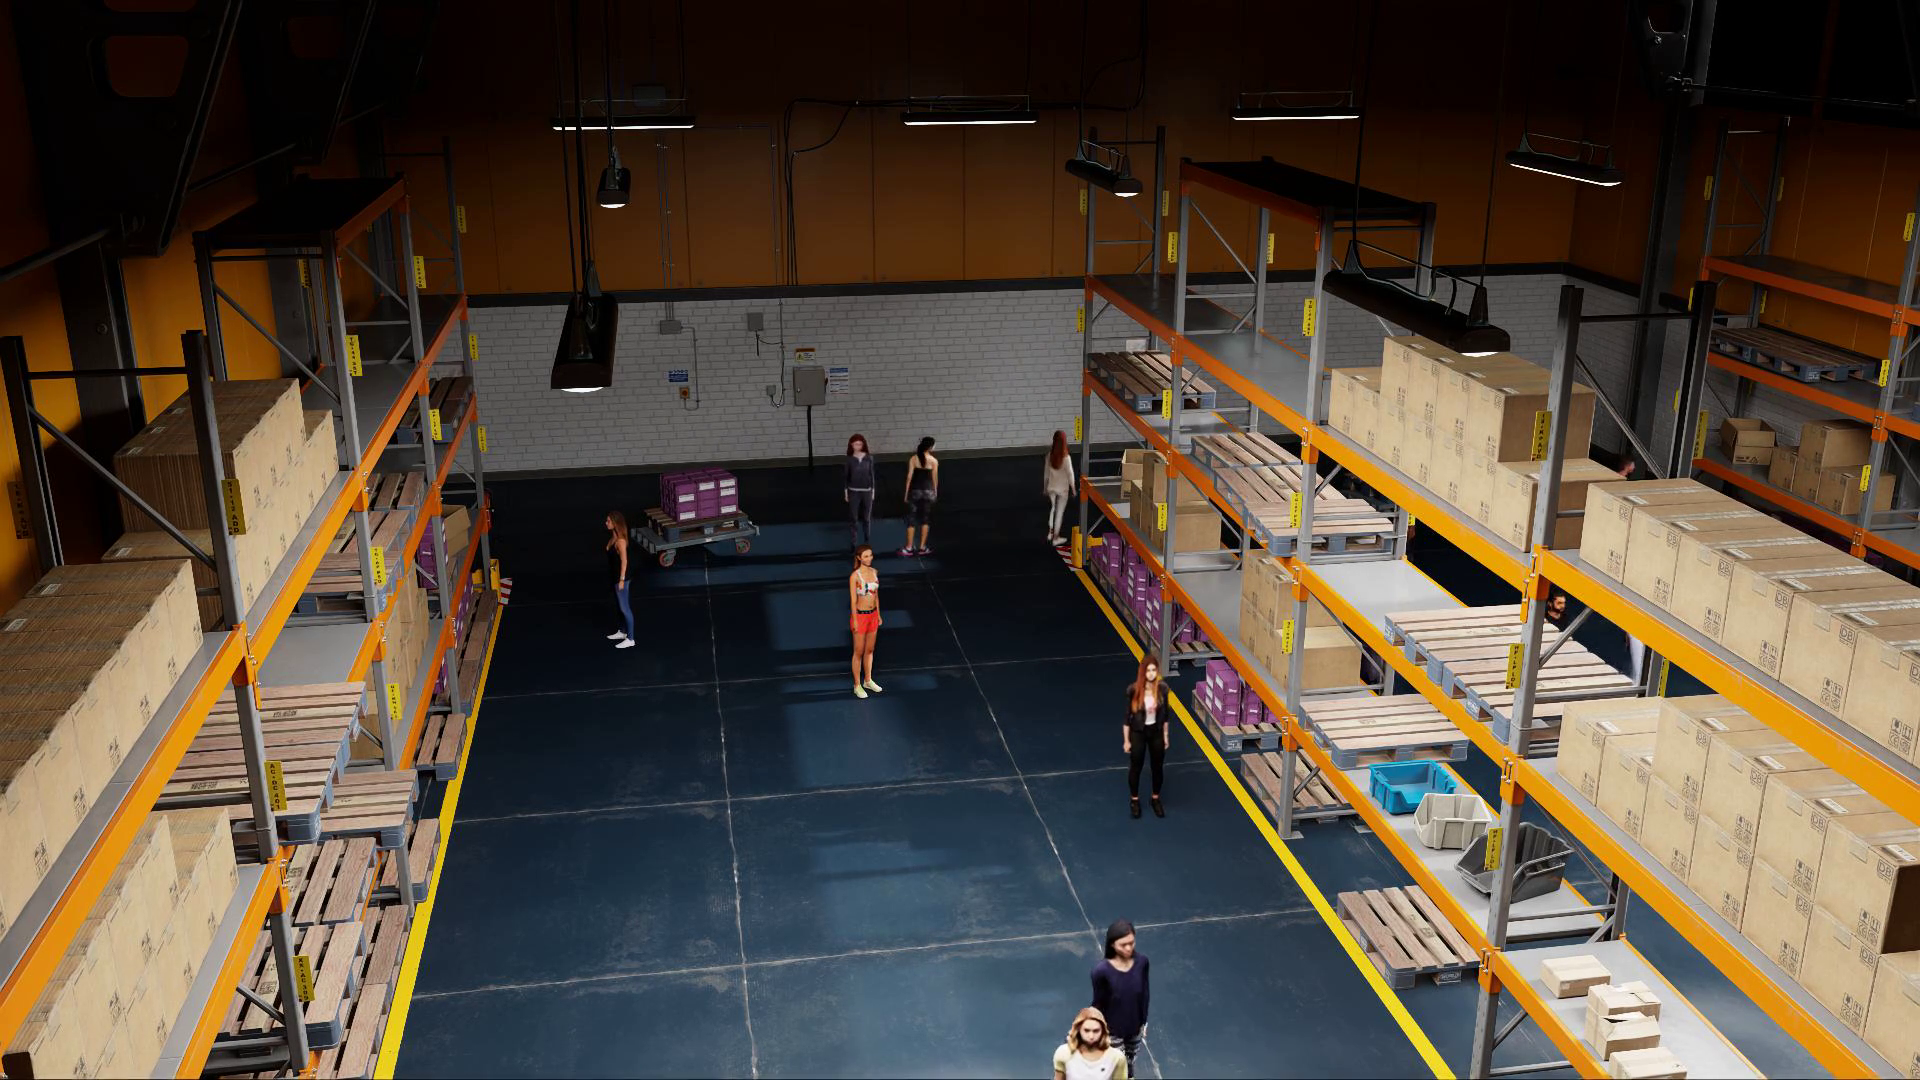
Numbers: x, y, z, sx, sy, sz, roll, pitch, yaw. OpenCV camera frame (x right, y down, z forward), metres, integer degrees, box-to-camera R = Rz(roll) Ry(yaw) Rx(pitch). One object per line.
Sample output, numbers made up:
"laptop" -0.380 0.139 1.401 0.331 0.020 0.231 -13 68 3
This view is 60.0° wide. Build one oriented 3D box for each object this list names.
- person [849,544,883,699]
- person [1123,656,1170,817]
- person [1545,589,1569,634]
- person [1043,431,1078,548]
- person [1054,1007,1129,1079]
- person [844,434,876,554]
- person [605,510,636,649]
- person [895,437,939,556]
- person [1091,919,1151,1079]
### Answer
"person" -1.091 0.898 18.962 0.723 1.791 0.682 17 25 42
"person" 1.807 1.884 16.180 0.608 1.699 0.584 -3 19 -7
"person" 6.184 1.341 17.770 0.902 1.712 1.254 -9 21 -26
"person" 1.367 -0.713 23.887 0.685 1.701 0.763 16 24 40
"person" 0.826 3.708 10.736 0.676 1.715 0.703 0 19 1
"person" -1.419 -0.662 23.647 0.592 1.757 0.652 -2 19 -7
"person" -4.167 0.461 20.368 0.706 1.722 0.555 -9 21 -26
"person" -0.593 -0.609 23.579 0.806 1.701 0.624 -3 19 -10
"person" 1.083 3.384 11.699 0.758 1.714 1.017 -8 20 -23
